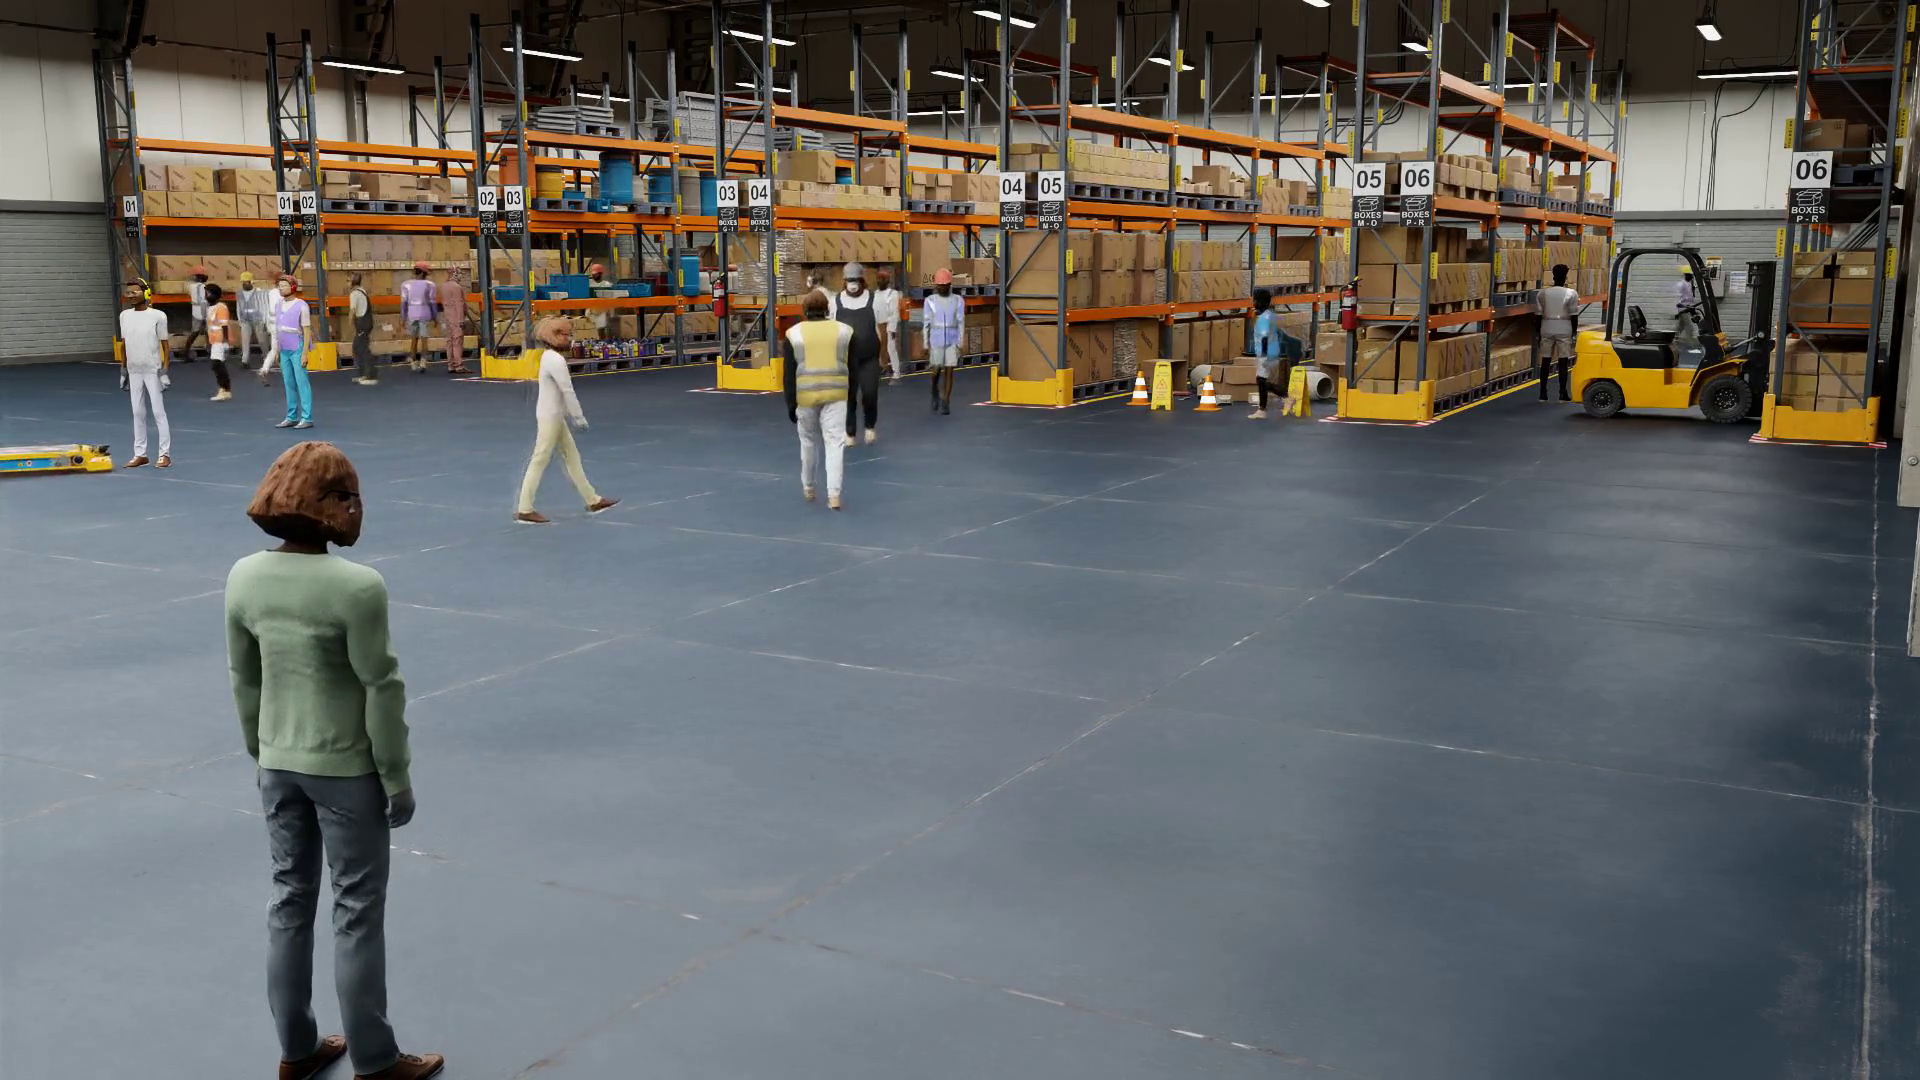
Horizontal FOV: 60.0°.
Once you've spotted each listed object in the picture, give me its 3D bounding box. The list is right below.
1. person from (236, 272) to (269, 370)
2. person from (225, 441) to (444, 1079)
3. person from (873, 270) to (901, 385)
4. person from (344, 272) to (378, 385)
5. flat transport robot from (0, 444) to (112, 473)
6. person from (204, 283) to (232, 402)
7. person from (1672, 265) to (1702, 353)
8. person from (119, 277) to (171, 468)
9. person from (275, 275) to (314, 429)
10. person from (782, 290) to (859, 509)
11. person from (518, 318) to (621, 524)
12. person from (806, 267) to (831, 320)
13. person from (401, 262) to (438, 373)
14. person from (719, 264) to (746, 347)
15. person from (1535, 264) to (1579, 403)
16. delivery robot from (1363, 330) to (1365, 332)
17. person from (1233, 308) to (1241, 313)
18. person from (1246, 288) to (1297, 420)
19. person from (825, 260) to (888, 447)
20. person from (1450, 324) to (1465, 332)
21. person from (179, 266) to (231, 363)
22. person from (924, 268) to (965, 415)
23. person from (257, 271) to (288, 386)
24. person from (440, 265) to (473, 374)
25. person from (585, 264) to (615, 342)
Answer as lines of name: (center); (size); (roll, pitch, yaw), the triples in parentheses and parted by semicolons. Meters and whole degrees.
person: (-13.065, -4.057, 30.743); (0.597, 1.795, 0.910); (0, 10, -1)
person: (-1.555, 0.571, 4.092); (0.497, 1.633, 0.289); (4, 10, 22)
person: (-1.216, -3.392, 26.653); (0.582, 1.882, 0.540); (6, 12, 33)
person: (-9.700, -3.392, 26.733); (0.681, 1.820, 0.531); (0, 10, -1)
flat transport robot: (-8.912, -0.764, 15.886); (1.431, 0.197, 0.652); (-5, 11, -27)
person: (-10.594, -2.792, 23.598); (0.483, 1.683, 0.556); (-8, 13, -41)
person: (15.548, -4.966, 35.743); (0.897, 1.897, 0.587); (9, 13, 43)
person: (-8.001, -1.633, 16.301); (0.508, 1.872, 0.329); (1, 10, 4)
person: (-8.023, -2.262, 20.038); (0.564, 1.850, 0.389); (6, 11, 30)
person: (-1.152, -1.169, 13.839); (0.639, 1.795, 0.985); (-1, 10, -8)
person: (-3.069, -0.920, 12.939); (0.866, 1.587, 0.496); (-3, 10, -18)
person: (-1.860, -2.680, 22.284); (0.516, 1.922, 0.645); (2, 10, 10)
person: (-9.654, -3.966, 29.647); (0.616, 1.981, 0.832); (0, 10, 2)
person: (-5.006, -5.132, 36.741); (0.613, 1.876, 0.960); (4, 10, 20)
person: (8.453, -2.921, 23.556); (0.603, 1.966, 0.368); (7, 12, 35)
delivery robot: (8.872, -4.690, 37.766); (0.707, 0.478, 0.477); (1, 10, 3)
person: (7.014, -6.092, 42.219); (0.632, 1.944, 1.058); (-5, 11, -27)
person: (3.929, -2.320, 20.879); (0.558, 1.672, 0.556); (3, 10, 15)
person: (-1.140, -2.021, 18.073); (0.706, 2.000, 0.540); (0, 10, 1)
person: (11.589, -5.495, 38.720); (0.397, 1.936, 0.636); (-3, 10, -18)
person: (-14.785, -4.383, 32.349); (0.559, 1.895, 0.976); (8, 12, 38)
person: (-0.201, -2.583, 21.744); (0.539, 1.916, 0.434); (-1, 10, -3)
person: (-10.899, -3.378, 26.601); (0.581, 1.853, 0.898); (3, 10, 18)
person: (-8.919, -3.902, 29.476); (0.407, 1.910, 0.639); (-8, 13, -39)
person: (-7.103, -4.422, 32.526); (0.572, 1.900, 0.854); (5, 11, 27)
